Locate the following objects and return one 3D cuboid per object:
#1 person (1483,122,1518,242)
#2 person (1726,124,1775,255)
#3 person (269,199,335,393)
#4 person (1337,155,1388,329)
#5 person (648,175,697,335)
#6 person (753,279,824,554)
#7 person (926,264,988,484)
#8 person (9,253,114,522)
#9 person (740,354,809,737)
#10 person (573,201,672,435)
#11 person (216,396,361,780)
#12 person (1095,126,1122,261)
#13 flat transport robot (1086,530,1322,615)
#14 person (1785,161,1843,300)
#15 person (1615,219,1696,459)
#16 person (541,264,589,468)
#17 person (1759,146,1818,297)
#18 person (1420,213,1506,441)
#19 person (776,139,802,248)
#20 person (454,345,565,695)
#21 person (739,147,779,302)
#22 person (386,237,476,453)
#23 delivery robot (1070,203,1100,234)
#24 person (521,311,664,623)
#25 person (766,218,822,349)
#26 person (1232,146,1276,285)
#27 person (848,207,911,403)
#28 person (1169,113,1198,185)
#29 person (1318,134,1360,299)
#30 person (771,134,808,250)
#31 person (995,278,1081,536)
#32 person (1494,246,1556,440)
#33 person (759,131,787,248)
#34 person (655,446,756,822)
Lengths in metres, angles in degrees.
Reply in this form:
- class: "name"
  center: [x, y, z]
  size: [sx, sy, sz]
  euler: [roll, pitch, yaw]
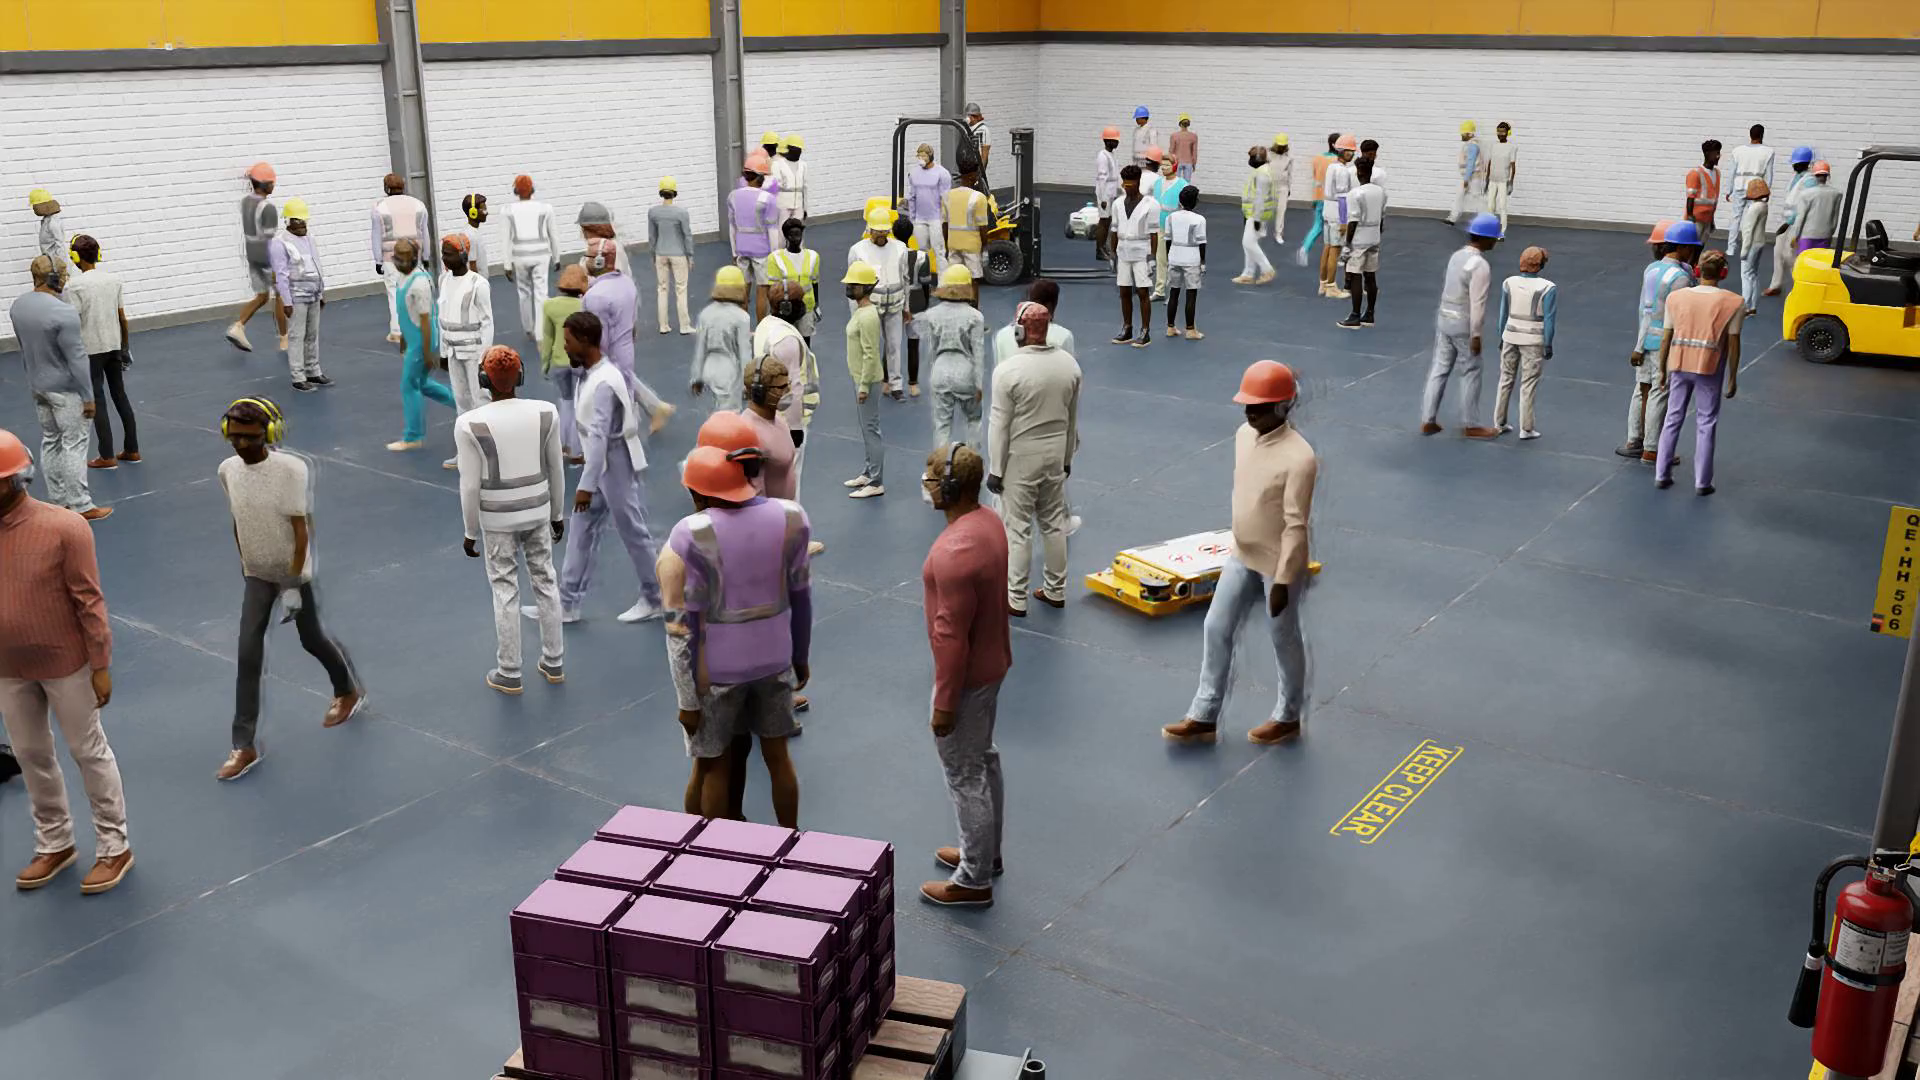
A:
- class: "person"
  center: [8.467, -5.622, 26.143]
  size: [0.334, 1.860, 0.509]
  euler: [-14, 23, -37]
- class: "person"
  center: [11.701, -5.173, 24.674]
  size: [0.606, 1.916, 0.439]
  euler: [9, 20, 26]
- class: "person"
  center: [-6.287, -2.341, 15.920]
  size: [0.403, 1.828, 0.598]
  euler: [4, 18, 12]
- class: "person"
  center: [4.594, -3.399, 19.016]
  size: [0.609, 1.960, 0.377]
  euler: [-13, 22, -35]
- class: "person"
  center: [-3.229, -3.186, 18.664]
  size: [0.532, 1.771, 0.304]
  euler: [5, 18, 15]
- class: "person"
  center: [-1.157, -0.828, 11.169]
  size: [0.430, 1.844, 0.624]
  euler: [-6, 19, -19]
- class: "person"
  center: [-0.007, -1.224, 12.598]
  size: [0.481, 1.711, 0.670]
  euler: [6, 19, 18]
- class: "person"
  center: [-6.348, -1.055, 11.748]
  size: [0.641, 1.927, 0.386]
  euler: [9, 20, 26]
- class: "person"
  center: [-0.970, 0.019, 8.360]
  size: [0.355, 1.938, 0.637]
  euler: [1, 18, 3]
- class: "person"
  center: [-2.924, -1.885, 14.153]
  size: [0.877, 2.000, 0.681]
  euler: [1, 18, 2]
- class: "person"
  center: [-3.334, 0.168, 8.126]
  size: [0.481, 1.815, 0.972]
  euler: [3, 18, 8]
- class: "person"
  center: [2.161, -5.025, 24.165]
  size: [0.375, 1.932, 0.544]
  euler: [7, 19, 20]
- class: "flat transport robot"
  center: [1.565, 0.167, 10.591]
  size: [1.431, 0.197, 0.652]
  euler: [-12, 21, -33]
- class: "person"
  center: [10.581, -3.806, 20.629]
  size: [0.564, 1.748, 0.339]
  euler: [-2, 18, -5]
- class: "person"
  center: [5.643, -1.616, 13.478]
  size: [0.542, 1.938, 0.358]
  euler: [-13, 22, -34]
- class: "person"
  center: [-3.066, -1.400, 13.316]
  size: [0.511, 1.613, 0.514]
  euler: [3, 18, 9]
- class: "person"
  center: [10.481, -3.956, 20.826]
  size: [0.625, 1.917, 0.630]
  euler: [1, 18, 2]
- class: "person"
  center: [4.296, -1.798, 14.104]
  size: [0.647, 1.918, 0.621]
  euler: [-3, 18, -9]
- class: "person"
  center: [-2.561, -4.949, 24.207]
  size: [0.553, 1.754, 0.369]
  euler: [3, 18, 9]
- class: "person"
  center: [-2.368, -0.104, 8.838]
  size: [0.574, 1.883, 0.356]
  euler: [-14, 22, -36]
- class: "person"
  center: [-2.551, -3.939, 20.826]
  size: [0.569, 1.892, 0.932]
  euler: [6, 19, 19]
- class: "person"
  center: [-4.392, -1.615, 13.694]
  size: [0.733, 1.803, 0.562]
  euler: [-8, 19, -23]
- class: "delivery robot"
  center: [2.070, -5.144, 26.596]
  size: [0.477, 0.478, 0.707]
  euler: [13, 22, 35]
- class: "person"
  center: [-2.177, -0.382, 9.707]
  size: [0.924, 1.873, 0.623]
  euler: [-8, 20, -25]
- class: "person"
  center: [-1.548, -2.162, 15.573]
  size: [0.531, 1.697, 0.322]
  euler: [-9, 20, -25]
- class: "person"
  center: [3.914, -4.289, 22.020]
  size: [0.491, 1.824, 0.641]
  euler: [3, 18, 10]
- class: "person"
  center: [-0.734, -2.161, 15.379]
  size: [0.601, 1.819, 0.403]
  euler: [-7, 19, -20]
- class: "person"
  center: [3.983, -6.738, 29.798]
  size: [0.533, 1.756, 0.342]
  euler: [-3, 18, -9]
- class: "person"
  center: [4.785, -4.081, 21.023]
  size: [0.394, 2.040, 0.609]
  euler: [-1, 18, -4]
- class: "person"
  center: [-2.367, -4.597, 22.864]
  size: [0.701, 1.894, 0.585]
  euler: [-15, 23, -39]
- class: "person"
  center: [0.519, -0.810, 11.133]
  size: [0.674, 1.841, 1.040]
  euler: [10, 20, 28]
- class: "person"
  center: [4.802, -1.675, 14.165]
  size: [0.314, 1.633, 0.519]
  euler: [-13, 22, -35]
- class: "person"
  center: [-2.585, -4.708, 23.166]
  size: [0.388, 1.927, 0.589]
  euler: [0, 18, 0]
- class: "person"
  center: [-0.972, 0.532, 6.785]
  size: [0.391, 1.924, 0.550]
  euler: [8, 19, 23]
